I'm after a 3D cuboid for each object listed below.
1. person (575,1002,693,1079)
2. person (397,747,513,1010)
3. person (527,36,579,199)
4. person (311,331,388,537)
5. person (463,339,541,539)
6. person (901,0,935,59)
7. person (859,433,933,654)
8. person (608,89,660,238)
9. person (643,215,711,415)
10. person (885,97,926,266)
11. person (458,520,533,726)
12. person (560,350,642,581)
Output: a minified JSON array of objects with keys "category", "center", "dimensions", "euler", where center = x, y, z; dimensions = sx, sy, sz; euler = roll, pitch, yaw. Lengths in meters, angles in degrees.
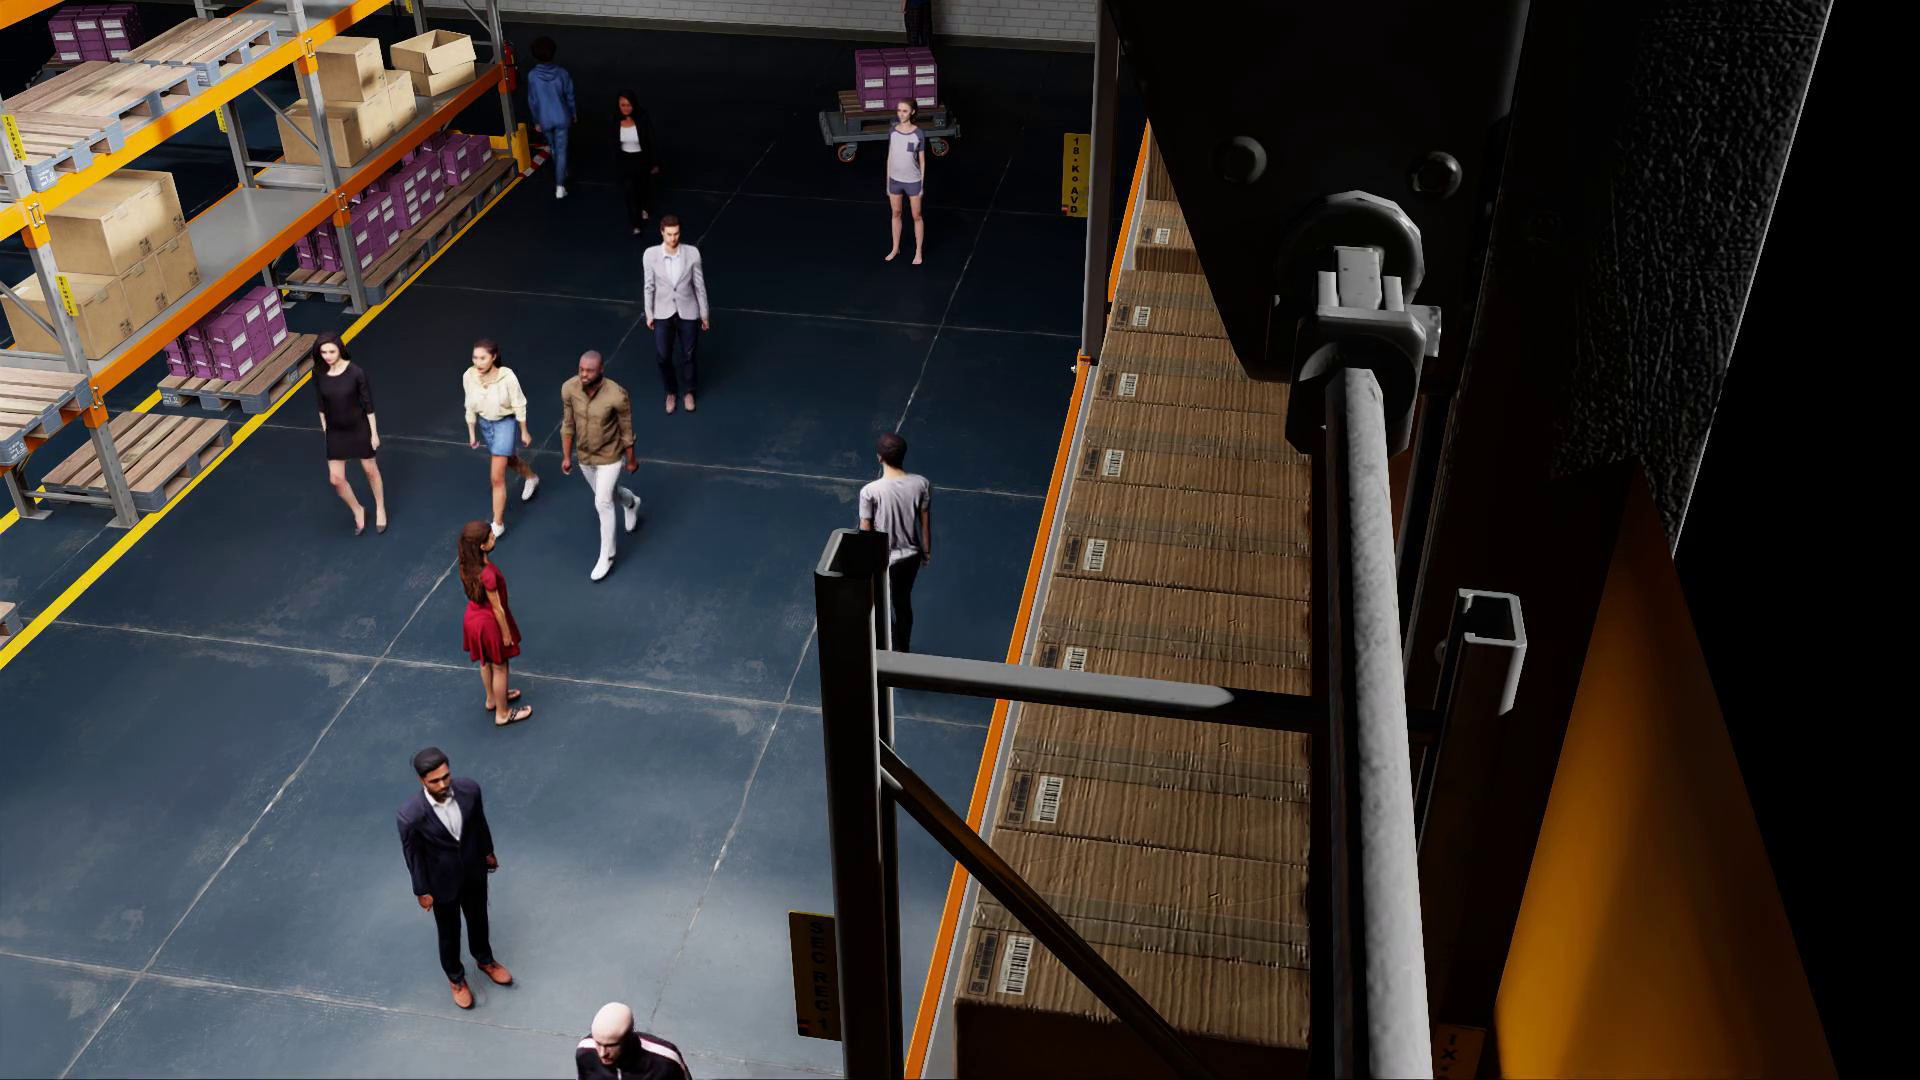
[{"category":"person","center":[-1.426,2.678,7.671],"dimensions":[0.754,1.779,1.222],"euler":[8,34,12]},{"category":"person","center":[-2.750,1.799,9.043],"dimensions":[0.768,1.725,0.660],"euler":[29,43,36]},{"category":"person","center":[-4.599,-4.743,18.842],"dimensions":[0.771,1.772,1.190],"euler":[1,34,1]},{"category":"person","center":[-4.715,-0.855,12.977],"dimensions":[0.669,1.789,0.675],"euler":[1,34,1]},{"category":"person","center":[-3.621,-0.886,13.207],"dimensions":[0.739,1.586,1.172],"euler":[9,35,13]},{"category":"person","center":[-0.561,-7.260,22.538],"dimensions":[0.733,1.872,0.770],"euler":[-18,38,-25]},{"category":"person","center":[-0.423,0.172,11.378],"dimensions":[0.900,1.849,0.963],"euler":[-14,36,-20]},{"category":"person","center":[-3.548,-4.145,18.134],"dimensions":[0.959,1.560,1.222],"euler":[-9,35,-13]},{"category":"person","center":[-2.510,-2.040,14.715],"dimensions":[0.790,1.839,0.742],"euler":[-5,34,-7]},{"category":"person","center":[-0.553,-3.762,17.371],"dimensions":[0.621,1.767,0.612],"euler":[12,35,17]},{"category":"person","center":[-3.148,0.539,11.094],"dimensions":[0.739,1.551,0.678],"euler":[-27,42,-34]},{"category":"person","center":[-2.704,-0.671,12.702],"dimensions":[0.876,1.788,1.208],"euler":[12,36,18]}]
